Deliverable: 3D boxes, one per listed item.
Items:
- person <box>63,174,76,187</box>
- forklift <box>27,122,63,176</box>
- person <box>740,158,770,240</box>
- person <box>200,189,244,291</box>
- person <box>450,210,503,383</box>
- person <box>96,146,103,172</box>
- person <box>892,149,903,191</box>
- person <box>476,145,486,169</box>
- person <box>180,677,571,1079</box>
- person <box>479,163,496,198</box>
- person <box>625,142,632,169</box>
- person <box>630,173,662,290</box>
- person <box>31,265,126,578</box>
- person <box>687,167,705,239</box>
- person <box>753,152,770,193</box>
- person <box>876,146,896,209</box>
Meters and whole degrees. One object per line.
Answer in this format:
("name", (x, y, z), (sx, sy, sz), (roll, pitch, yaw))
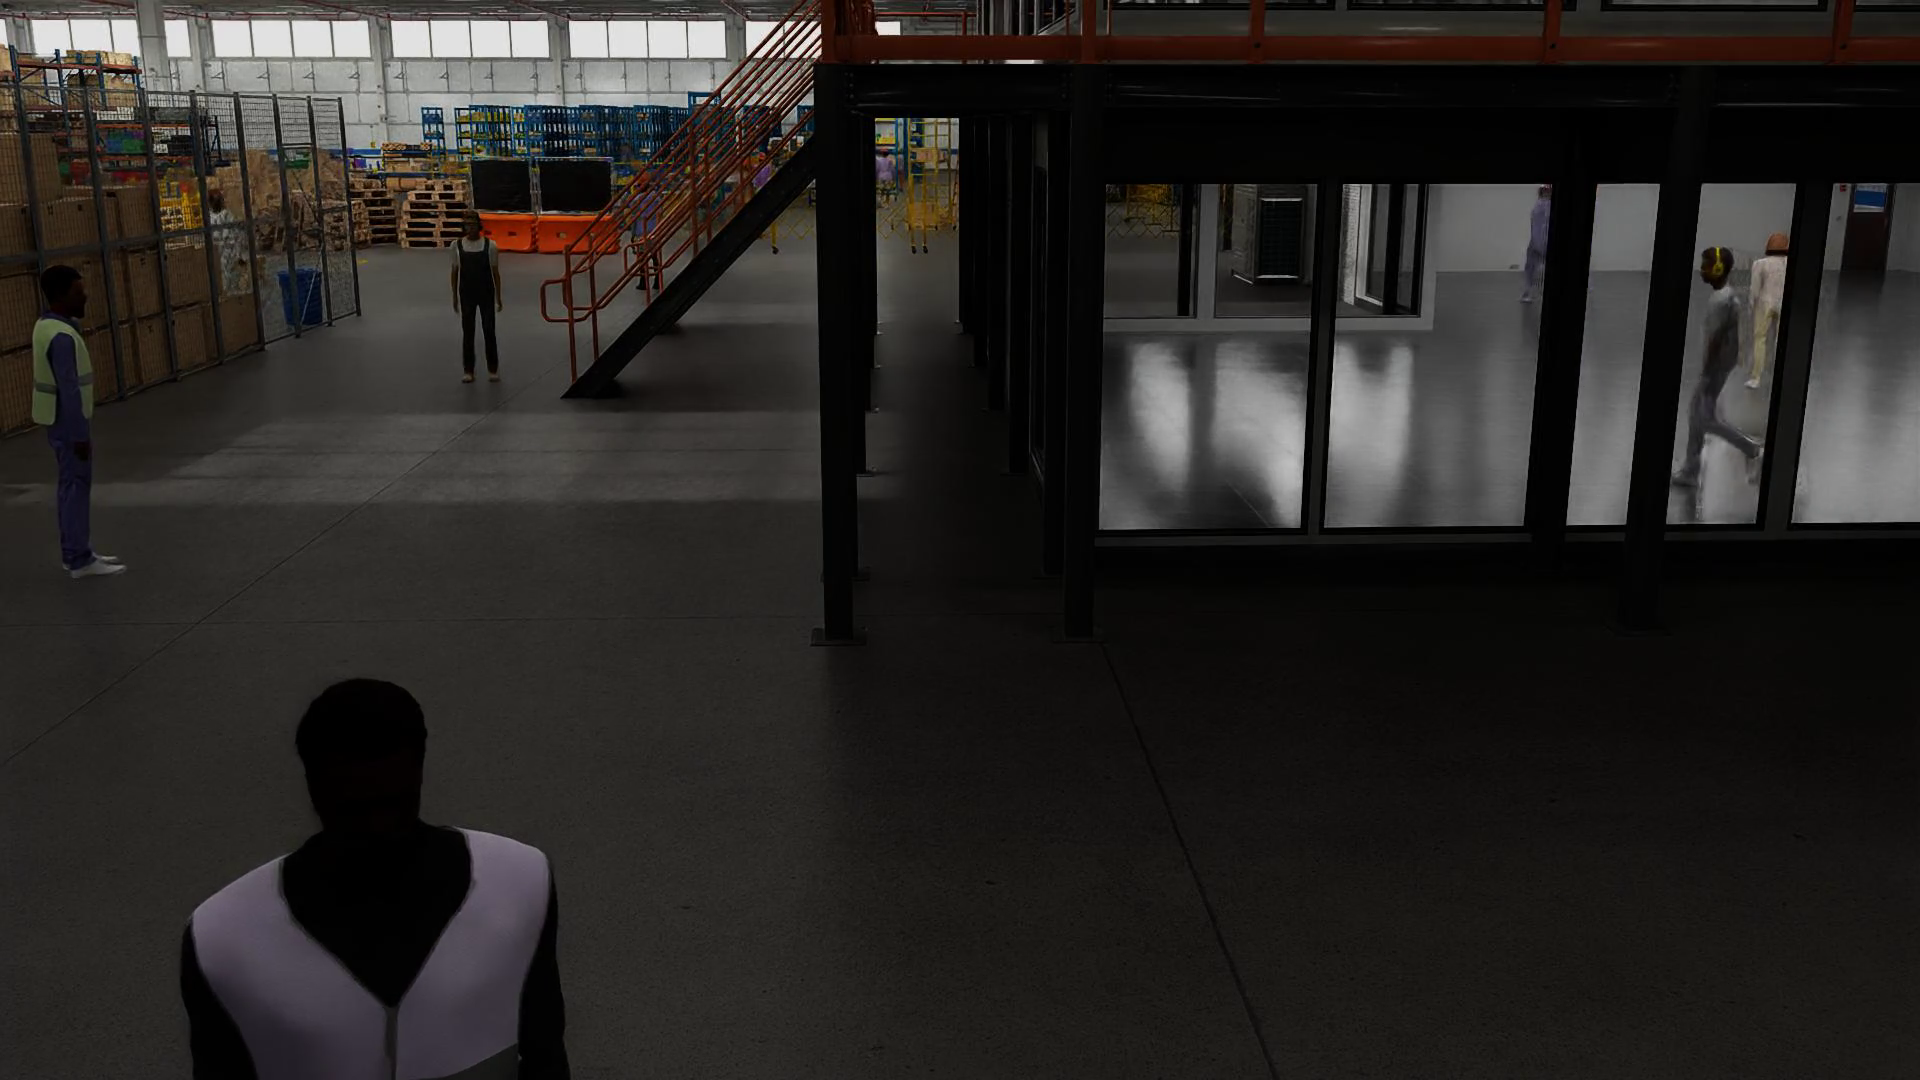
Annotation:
("person", (-20.238, -7.551, 38.092), (0.726, 1.607, 0.512), (0, 14, -2))
("forklift", (-35.376, -14.773, 64.377), (1.129, 2.768, 1.873), (-1, 14, -2))
("person", (-5.122, -8.147, 39.803), (1.011, 1.951, 0.652), (3, 14, 11))
("person", (-10.604, -4.086, 23.787), (0.577, 1.829, 0.998), (8, 16, 29))
("person", (-5.192, -2.614, 17.879), (0.517, 1.843, 0.326), (-4, 14, -14))
("person", (-28.986, -12.239, 55.962), (0.394, 2.037, 0.605), (-11, 18, -38))
("person", (-2.667, -15.378, 69.155), (0.547, 1.718, 0.922), (-11, 18, -37))
("person", (-21.258, -16.551, 73.633), (0.513, 1.814, 0.625), (-5, 15, -18))
("person", (-0.947, 1.126, 2.812), (0.587, 1.910, 0.387), (-7, 16, -25))
("person", (-11.813, -8.528, 41.661), (0.944, 1.785, 0.593), (-4, 14, -14))
("person", (-16.825, -19.374, 84.875), (0.546, 1.828, 0.575), (2, 14, 6))
("person", (-5.273, -5.173, 27.911), (0.547, 1.942, 0.350), (-8, 16, -28))
("person", (-5.433, -0.709, 10.145), (0.398, 1.913, 0.591), (-9, 17, -32))
("person", (-6.360, -8.132, 40.151), (0.367, 1.728, 0.503), (-2, 14, -7))
("person", (-5.852, -10.487, 49.170), (0.543, 1.933, 0.364), (-6, 15, -23))
("person", (-2.411, -11.845, 54.437), (0.630, 2.016, 0.800), (2, 14, 8))
